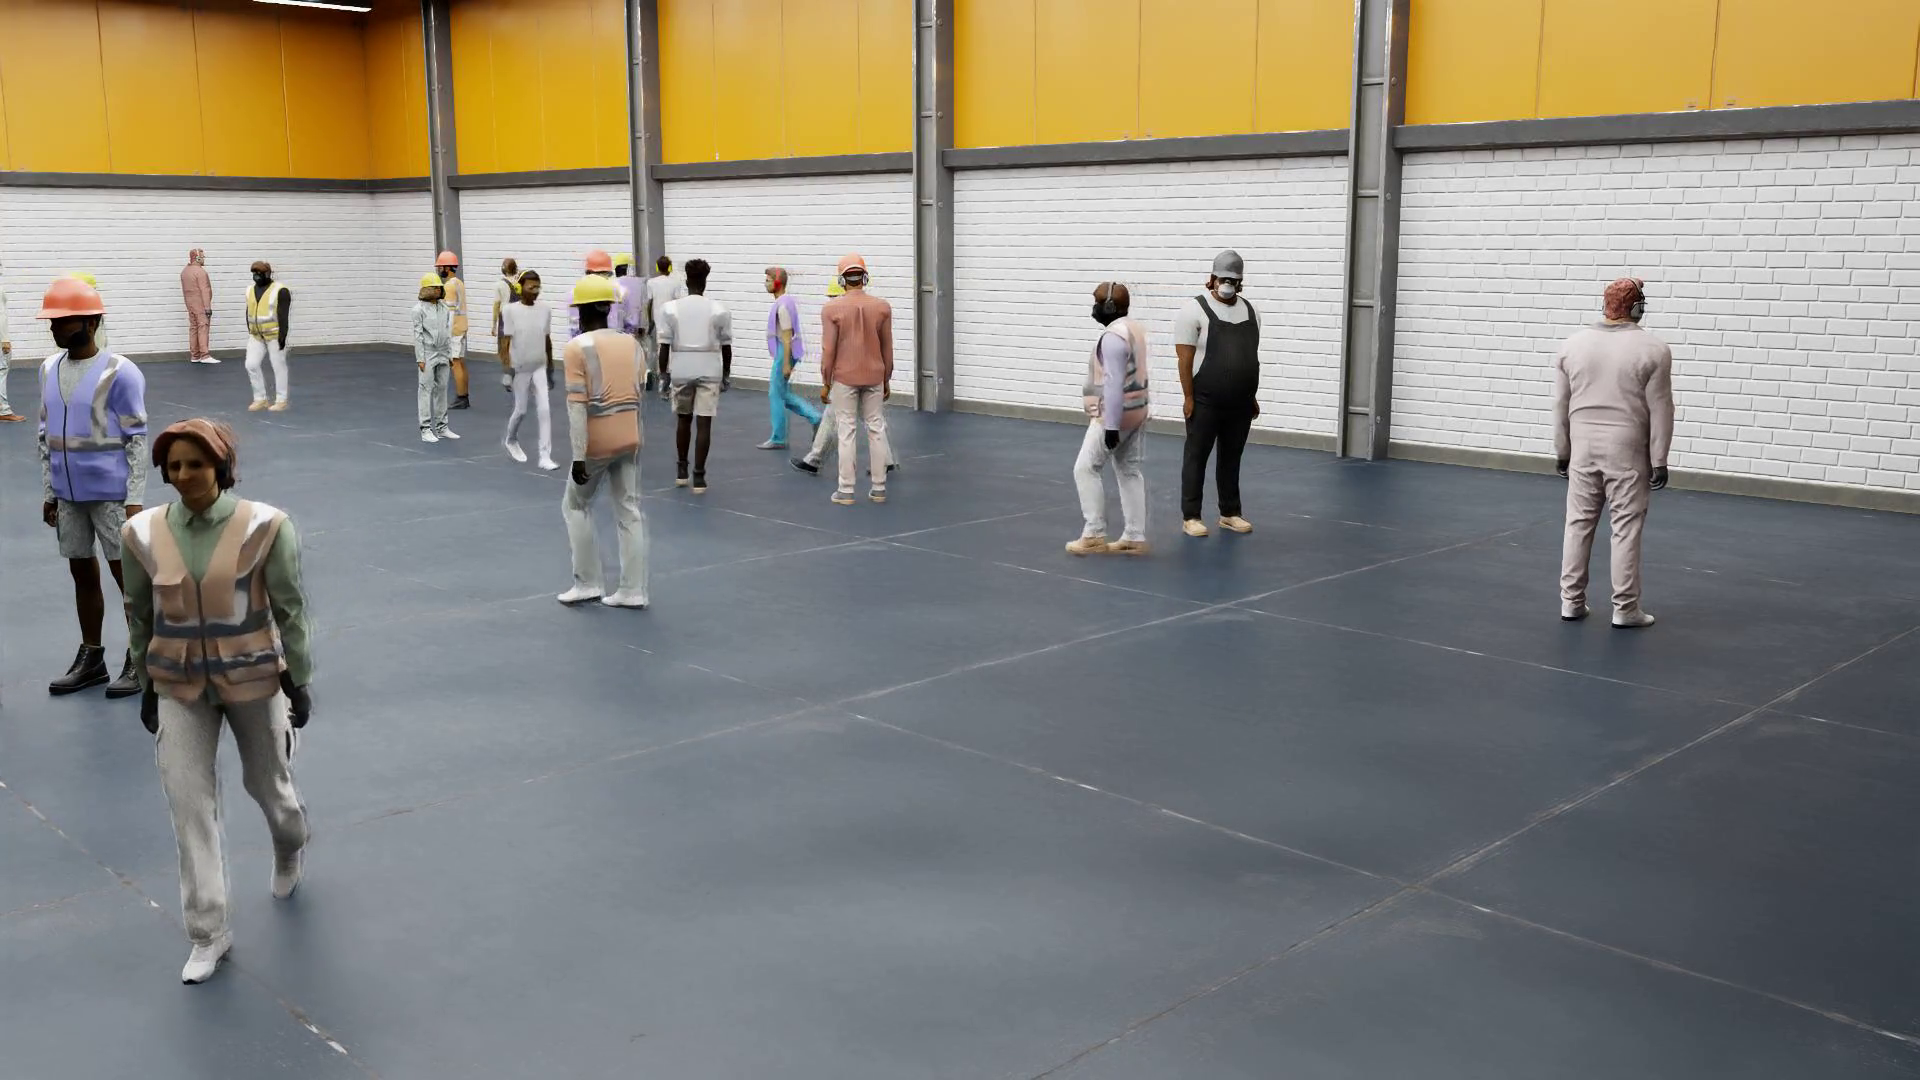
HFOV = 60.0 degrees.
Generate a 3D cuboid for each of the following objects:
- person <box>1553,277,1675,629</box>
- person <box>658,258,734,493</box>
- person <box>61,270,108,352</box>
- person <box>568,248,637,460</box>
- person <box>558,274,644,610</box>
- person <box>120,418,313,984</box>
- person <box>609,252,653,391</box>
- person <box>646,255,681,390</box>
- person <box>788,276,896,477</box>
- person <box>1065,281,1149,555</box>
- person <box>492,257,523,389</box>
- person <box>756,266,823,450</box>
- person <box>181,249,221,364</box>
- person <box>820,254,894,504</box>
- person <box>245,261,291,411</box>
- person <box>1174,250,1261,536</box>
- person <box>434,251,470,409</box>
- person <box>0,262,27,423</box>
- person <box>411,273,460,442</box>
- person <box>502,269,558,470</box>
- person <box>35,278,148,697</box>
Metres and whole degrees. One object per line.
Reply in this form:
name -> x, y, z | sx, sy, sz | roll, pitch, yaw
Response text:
person -> 3.577, -0.476, 9.106 | 0.401, 1.906, 0.648 | -10, 14, -44
person -> -2.207, -1.388, 14.001 | 0.606, 1.930, 0.785 | 0, 10, 0
person -> -8.655, -1.752, 16.367 | 0.593, 1.802, 0.865 | 4, 11, 20
person -> -3.331, -1.720, 15.608 | 0.638, 2.006, 0.645 | -4, 11, -22
person -> -2.077, -0.553, 9.516 | 0.695, 1.900, 0.620 | 7, 13, 35
person -> -2.208, 0.421, 5.015 | 0.521, 1.609, 0.775 | -2, 11, -9
person -> -4.482, -2.920, 22.423 | 0.598, 1.911, 0.713 | -10, 14, -43
person -> -4.092, -3.006, 23.057 | 0.536, 1.884, 0.377 | 2, 11, 11
person -> -1.007, -1.433, 14.675 | 0.968, 1.773, 0.591 | 2, 11, 13
person -> 0.957, -0.796, 11.066 | 0.667, 1.822, 0.664 | 4, 11, 19
person -> -6.166, -2.972, 22.920 | 0.529, 1.831, 0.675 | -10, 14, -44
person -> -1.696, -1.799, 16.513 | 0.622, 1.827, 0.579 | -1, 10, -3
person -> -12.680, -3.898, 27.768 | 0.651, 1.906, 0.403 | 8, 13, 36
person -> -0.826, -1.275, 13.251 | 0.608, 1.984, 0.397 | -4, 11, -23
person -> -8.405, -2.450, 20.114 | 0.629, 1.826, 0.566 | 2, 11, 13
person -> 1.887, -1.048, 11.859 | 0.676, 2.000, 0.536 | -5, 11, -24
person -> -6.245, -2.574, 20.470 | 0.359, 1.938, 0.543 | -1, 10, -4
person -> -10.998, -2.297, 18.944 | 0.638, 1.938, 0.357 | 8, 13, 38
person -> -5.459, -1.899, 17.306 | 0.289, 1.746, 0.487 | 5, 12, 26
person -> -4.007, -1.580, 15.362 | 0.561, 1.829, 0.868 | -8, 13, -36
person -> -4.016, -0.233, 7.690 | 0.543, 1.939, 0.361 | 3, 11, 13
